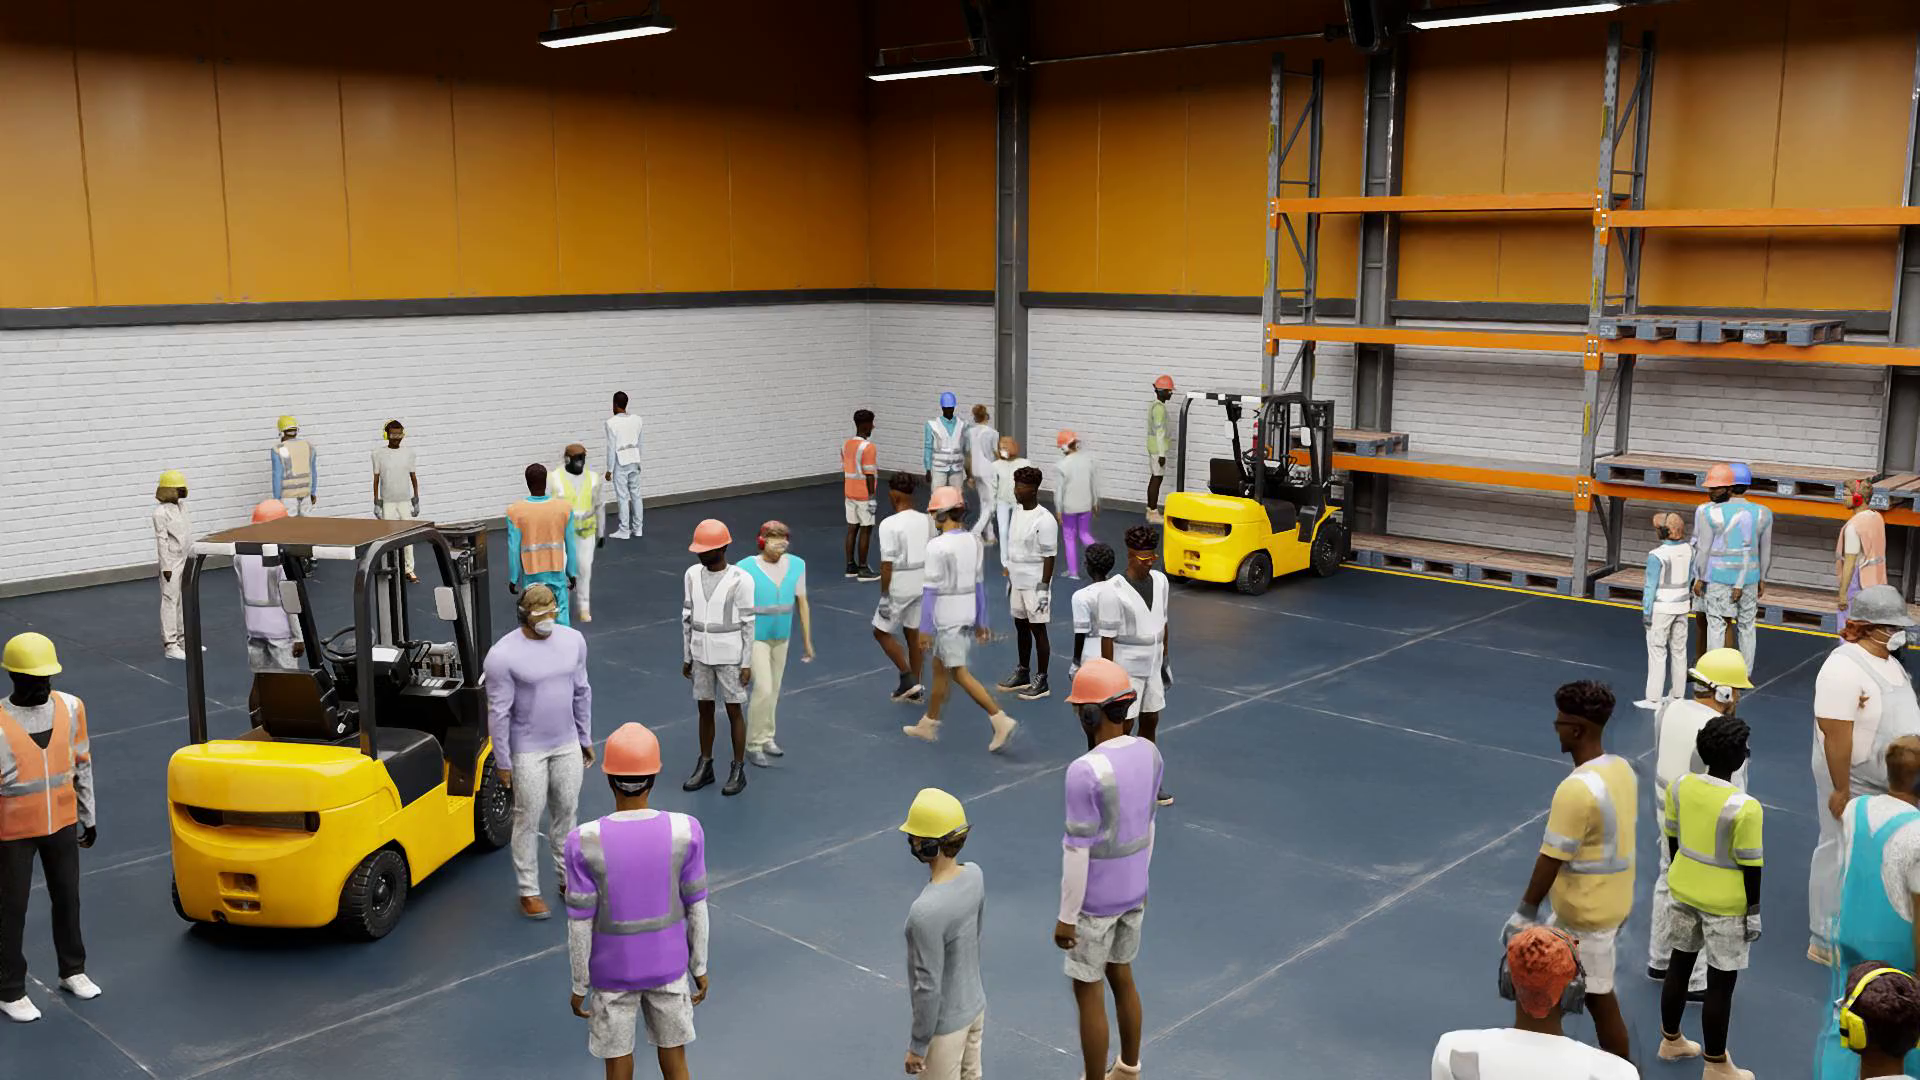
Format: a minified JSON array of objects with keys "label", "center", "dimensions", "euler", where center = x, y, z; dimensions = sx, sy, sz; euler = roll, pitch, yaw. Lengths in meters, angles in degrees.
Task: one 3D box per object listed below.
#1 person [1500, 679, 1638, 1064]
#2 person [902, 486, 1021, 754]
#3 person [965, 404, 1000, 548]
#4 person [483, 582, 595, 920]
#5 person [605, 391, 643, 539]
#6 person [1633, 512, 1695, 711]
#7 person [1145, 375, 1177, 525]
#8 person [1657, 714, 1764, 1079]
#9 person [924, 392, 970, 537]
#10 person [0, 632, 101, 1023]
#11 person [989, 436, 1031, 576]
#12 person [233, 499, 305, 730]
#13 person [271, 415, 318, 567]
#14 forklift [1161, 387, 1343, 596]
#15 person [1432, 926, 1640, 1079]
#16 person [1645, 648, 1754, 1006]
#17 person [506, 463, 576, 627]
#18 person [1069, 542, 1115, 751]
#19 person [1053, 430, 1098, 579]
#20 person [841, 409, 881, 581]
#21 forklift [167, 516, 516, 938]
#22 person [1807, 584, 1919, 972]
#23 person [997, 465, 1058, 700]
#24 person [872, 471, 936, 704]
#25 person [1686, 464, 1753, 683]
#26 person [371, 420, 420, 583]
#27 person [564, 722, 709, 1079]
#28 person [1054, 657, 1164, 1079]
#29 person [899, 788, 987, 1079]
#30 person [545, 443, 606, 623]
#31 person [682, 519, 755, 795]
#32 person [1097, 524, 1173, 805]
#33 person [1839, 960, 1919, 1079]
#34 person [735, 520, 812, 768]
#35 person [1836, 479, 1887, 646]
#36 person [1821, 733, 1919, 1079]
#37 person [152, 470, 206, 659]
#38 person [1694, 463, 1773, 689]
[{"label":"person","center":[2.582,1.553,7.215],"dimensions":[0.912,1.919,0.626],"euler":[6,12,32]},{"label":"person","center":[0.017,0.599,12.495],"dimensions":[0.991,1.992,0.680],"euler":[7,12,35]},{"label":"person","center":[0.315,-0.791,20.888],"dimensions":[0.598,1.813,0.584],"euler":[9,13,42]},{"label":"person","center":[-2.356,1.177,9.385],"dimensions":[0.385,1.929,0.631],"euler":[10,14,44]},{"label":"person","center":[-4.359,-0.974,21.637],"dimensions":[0.393,1.920,0.587],"euler":[7,12,36]},{"label":"person","center":[5.769,0.587,13.579],"dimensions":[0.519,1.633,0.314],"euler":[-5,11,-26]},{"label":"person","center":[2.757,-1.235,22.777],"dimensions":[0.393,2.039,0.613],"euler":[0,10,1]},{"label":"person","center":[3.399,1.617,7.510],"dimensions":[0.318,1.699,0.535],"euler":[-4,11,-21]},{"label":"person","center":[-0.156,-0.925,21.275],"dimensions":[0.615,1.945,0.400],"euler":[-3,10,-16]},{"label":"person","center":[-4.533,1.390,8.193],"dimensions":[0.397,1.917,0.594],"euler":[7,12,34]},{"label":"person","center":[0.590,-0.392,19.193],"dimensions":[0.526,1.607,0.367],"euler":[2,10,13]},{"label":"person","center":[-5.082,0.657,12.341],"dimensions":[0.544,1.932,0.375],"euler":[4,11,22]},{"label":"person","center":[-7.822,-0.557,19.515],"dimensions":[0.403,1.827,0.599],"euler":[6,12,30]},{"label":"forklift","center":[3.298,-0.608,18.767],"dimensions":[1.214,2.155,2.313],"euler":[9,13,42]},{"label":"person","center":[1.619,2.010,4.740],"dimensions":[0.574,1.886,0.360],"euler":[4,11,24]},{"label":"person","center":[3.687,1.421,8.287],"dimensions":[0.403,1.818,0.606],"euler":[-2,10,-12]},{"label":"person","center":[-3.627,0.290,14.461],"dimensions":[0.588,1.913,0.390],"euler":[-5,11,-25]},{"label":"person","center":[0.993,0.858,11.839],"dimensions":[0.537,1.695,0.321],"euler":[-8,13,-37]},{"label":"person","center":[1.337,-0.386,18.850],"dimensions":[0.613,1.714,0.562],"euler":[-5,11,-29]},{"label":"person","center":[-1.119,-0.518,18.931],"dimensions":[0.375,1.960,0.611],"euler":[-7,12,-33]},{"label":"forklift","center":[-3.583,0.976,9.748],"dimensions":[1.214,2.155,2.313],"euler":[2,10,11]},{"label":"person","center":[4.775,1.233,8.726],"dimensions":[0.676,2.000,0.536],"euler":[-10,14,-44]},{"label":"person","center":[0.574,0.347,13.978],"dimensions":[0.368,1.966,0.602],"euler":[-6,12,-30]},{"label":"person","center":[-0.470,0.404,13.706],"dimensions":[0.418,1.944,0.642],"euler":[9,13,41]},{"label":"person","center":[6.466,0.314,14.250],"dimensions":[0.356,1.937,0.552],"euler":[-6,11,-29]},{"label":"person","center":[-6.330,-0.421,18.683],"dimensions":[0.509,1.856,0.334],"euler":[-6,12,-31]},{"label":"person","center":[-1.267,1.668,6.545],"dimensions":[0.551,1.934,0.373],"euler":[-4,11,-19]},{"label":"person","center":[0.614,1.509,7.197],"dimensions":[0.403,2.031,0.613],"euler":[8,13,38]},{"label":"person","center":[-0.077,1.798,6.291],"dimensions":[0.326,1.767,0.533],"euler":[4,11,23]},{"label":"person","center":[-3.865,-0.067,16.726],"dimensions":[0.654,1.826,0.444],"euler":[-7,12,-33]},{"label":"person","center":[-1.682,0.804,11.480],"dimensions":[0.542,1.930,0.375],"euler":[4,11,21]},{"label":"person","center":[1.185,0.853,11.159],"dimensions":[0.616,1.951,0.388],"euler":[-8,13,-39]},{"label":"person","center":[2.455,2.059,4.551],"dimensions":[0.510,1.861,0.324],"euler":[-2,10,-11]},{"label":"person","center":[-1.416,0.736,12.205],"dimensions":[0.568,1.816,0.484],"euler":[-8,13,-38]},{"label":"person","center":[7.600,0.399,14.065],"dimensions":[0.568,1.836,0.381],"euler":[-8,13,-39]},{"label":"person","center":[3.879,1.675,6.838],"dimensions":[0.700,1.822,0.522],"euler":[-3,10,-18]},{"label":"person","center":[-7.220,0.218,15.354],"dimensions":[0.295,1.744,0.485],"euler":[0,10,2]},{"label":"person","center":[6.595,0.312,14.230],"dimensions":[0.605,1.948,0.403],"euler":[1,10,6]}]
